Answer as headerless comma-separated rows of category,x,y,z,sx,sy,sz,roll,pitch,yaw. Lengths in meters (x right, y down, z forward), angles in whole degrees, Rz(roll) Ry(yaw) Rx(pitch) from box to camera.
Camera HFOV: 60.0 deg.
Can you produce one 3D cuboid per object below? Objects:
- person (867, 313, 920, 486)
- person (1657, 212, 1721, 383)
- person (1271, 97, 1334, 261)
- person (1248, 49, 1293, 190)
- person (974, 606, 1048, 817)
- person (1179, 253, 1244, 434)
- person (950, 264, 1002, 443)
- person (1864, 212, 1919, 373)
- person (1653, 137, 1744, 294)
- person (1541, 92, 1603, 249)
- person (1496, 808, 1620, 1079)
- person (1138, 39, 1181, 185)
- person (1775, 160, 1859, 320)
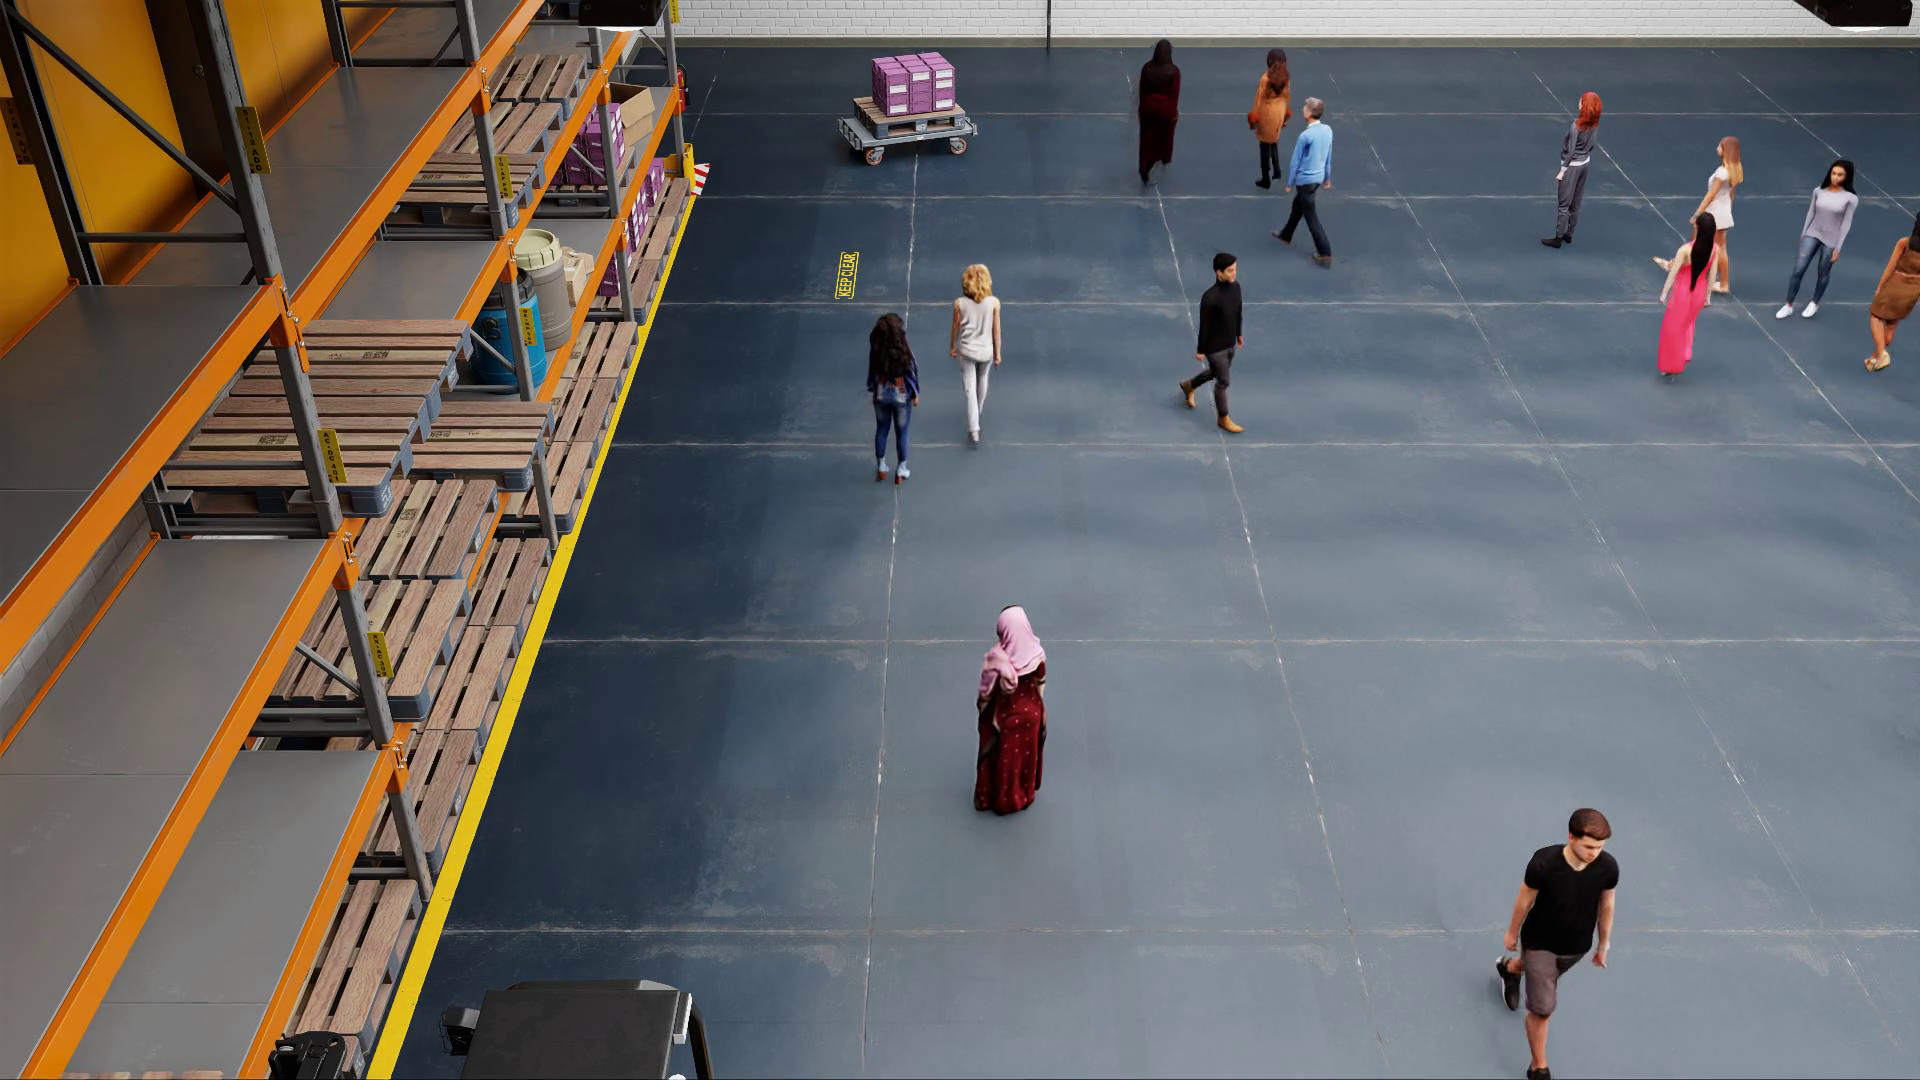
person,-0.586,-1.228,14.426,0.678,1.622,0.647,9,35,14
person,7.002,-2.277,15.920,0.638,1.715,0.720,-4,34,-6
person,3.922,-3.939,18.376,1.152,1.765,1.256,-25,41,-32
person,3.817,-5.051,20.097,0.835,1.711,0.858,-20,38,-27
person,0.341,1.120,10.883,0.758,1.634,0.742,-13,36,-19
person,2.346,-1.857,15.301,1.097,1.699,1.071,26,42,34
person,0.137,-1.670,15.082,0.649,1.632,1.071,-1,34,-2
person,9.108,-2.336,16.054,0.636,1.664,0.783,0,34,0
person,8.136,-3.420,17.695,1.098,1.654,1.089,24,41,32
person,6.909,-4.168,18.706,0.660,1.780,0.686,-22,39,-29
person,3.261,2.123,9.193,0.715,1.833,1.245,-2,34,-4
person,2.383,-5.176,20.289,0.925,1.706,1.163,12,35,17
person,8.967,-3.111,17.178,0.900,1.710,0.960,28,42,35
